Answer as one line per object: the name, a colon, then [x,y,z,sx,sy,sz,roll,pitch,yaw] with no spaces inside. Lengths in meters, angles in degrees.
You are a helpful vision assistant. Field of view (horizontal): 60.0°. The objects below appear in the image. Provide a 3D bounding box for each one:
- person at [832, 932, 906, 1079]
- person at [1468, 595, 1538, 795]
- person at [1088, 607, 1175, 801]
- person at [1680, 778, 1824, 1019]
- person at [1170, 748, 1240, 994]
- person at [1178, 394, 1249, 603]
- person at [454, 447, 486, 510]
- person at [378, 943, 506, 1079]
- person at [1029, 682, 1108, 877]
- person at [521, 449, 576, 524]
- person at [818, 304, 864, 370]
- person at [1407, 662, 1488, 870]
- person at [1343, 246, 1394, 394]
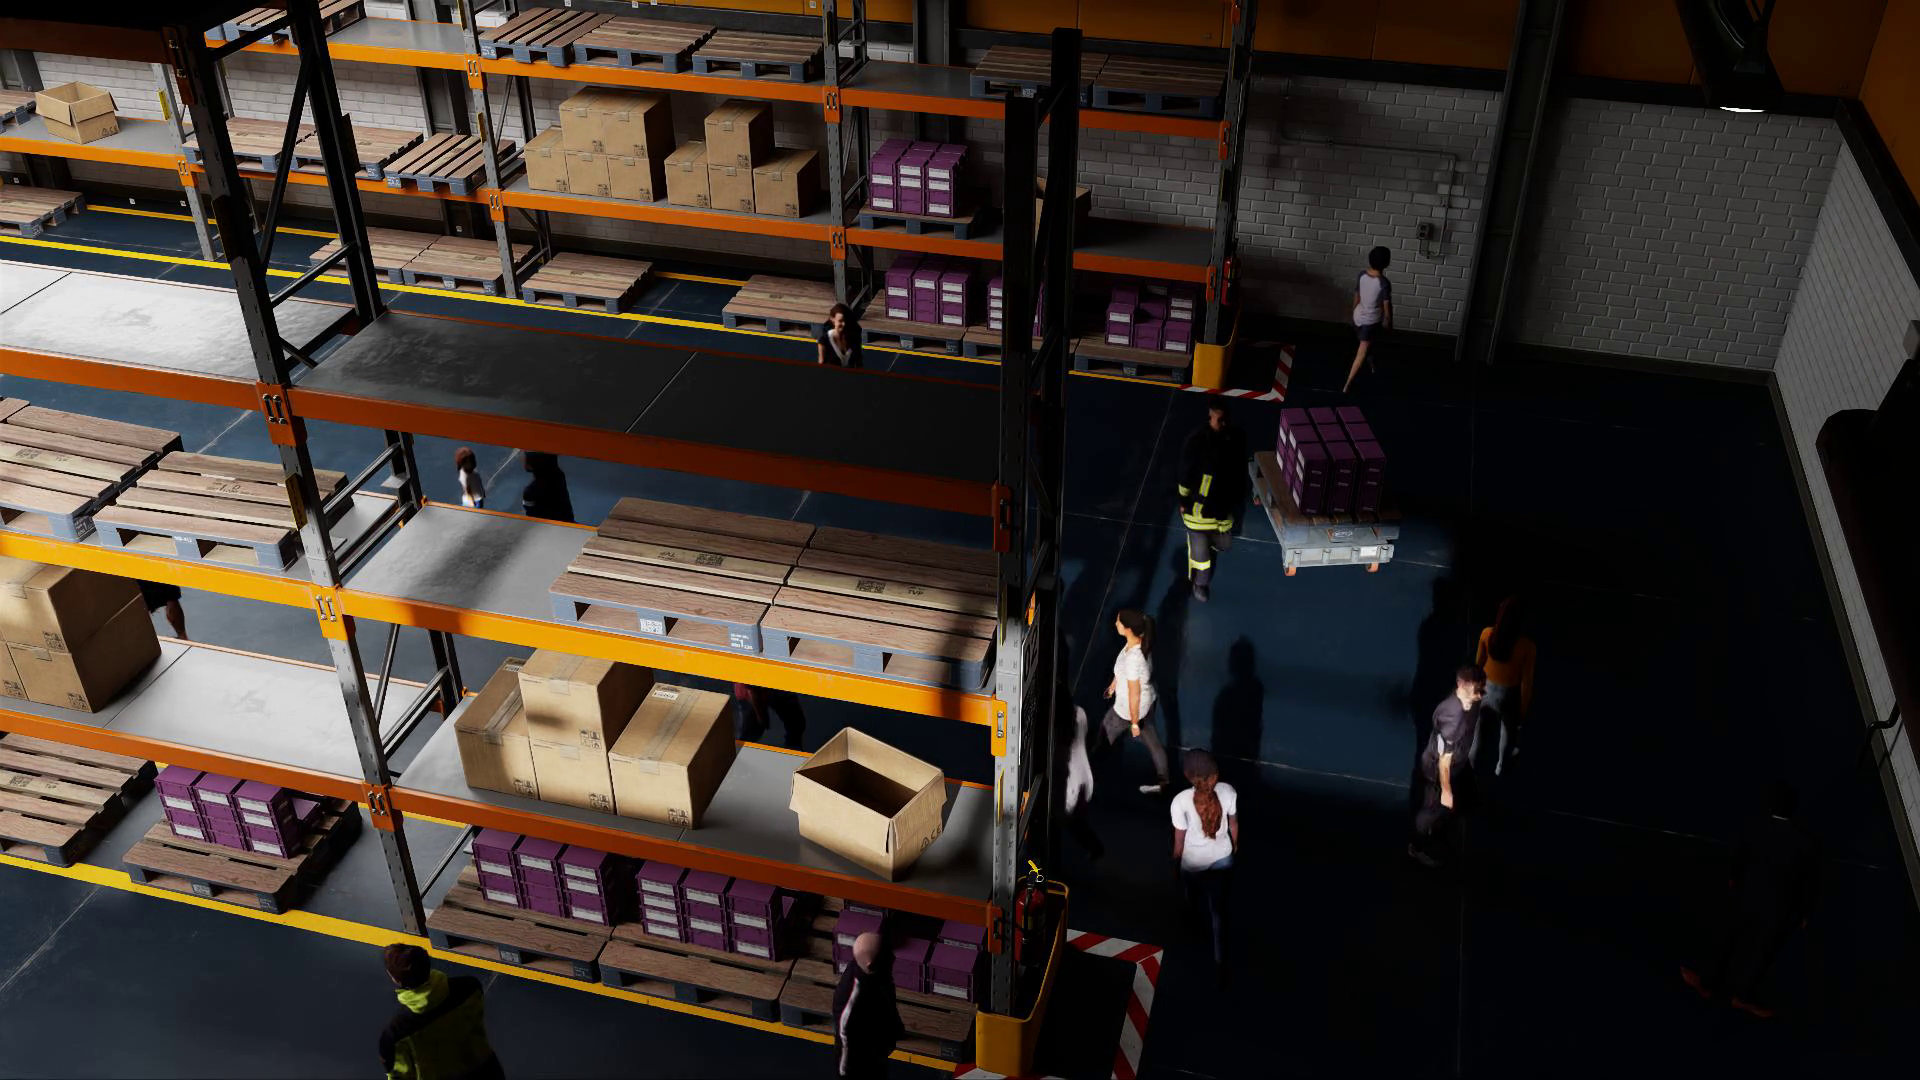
person: [-0.614,2.799,9.077,0.836,1.808,0.709,7,34,10]
person: [3.705,1.177,11.594,1.014,1.722,0.910,22,39,29]
person: [1.314,1.192,11.685,1.113,1.596,0.660,11,35,16]
person: [4.902,2.225,10.041,0.881,1.696,0.716,-18,38,-25]
person: [1.545,2.056,10.313,1.138,1.677,1.052,-5,34,-7]
person: [2.069,-0.416,13.880,0.995,1.845,1.021,-5,34,-8]
person: [-4.281,-0.383,14.577,0.491,1.017,0.474,1,34,2]
person: [-2.619,2.947,8.759,1.200,1.913,1.347,-24,41,-32]
person: [0.737,1.627,11.034,0.897,1.593,0.795,22,40,30]
person: [-3.199,0.012,13.362,1.060,1.704,0.733,15,36,21]
person: [-1.122,-1.406,15.438,1.049,1.770,1.033,-12,35,-17]
person: [3.177,1.477,11.117,0.757,1.750,0.760,24,40,31]
person: [4.112,-2.205,16.867,1.024,1.517,0.987,-21,39,-28]
